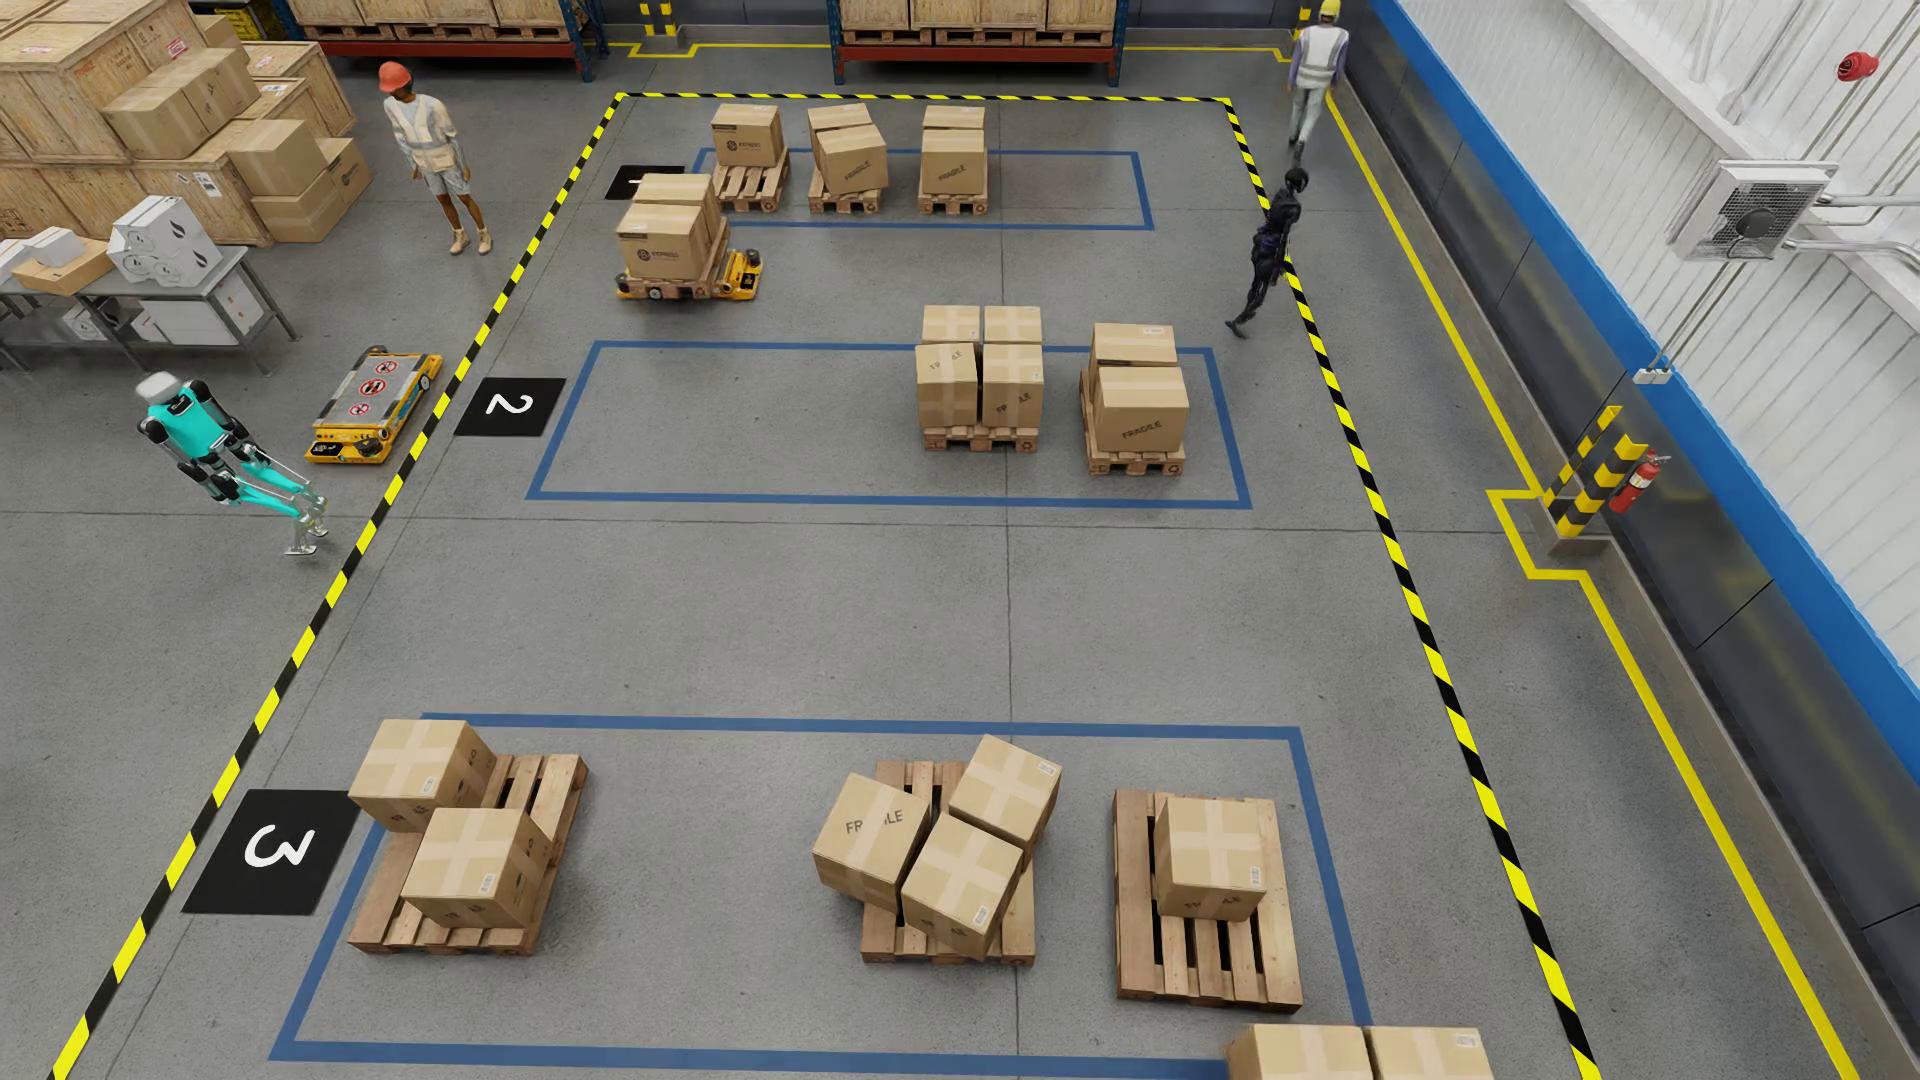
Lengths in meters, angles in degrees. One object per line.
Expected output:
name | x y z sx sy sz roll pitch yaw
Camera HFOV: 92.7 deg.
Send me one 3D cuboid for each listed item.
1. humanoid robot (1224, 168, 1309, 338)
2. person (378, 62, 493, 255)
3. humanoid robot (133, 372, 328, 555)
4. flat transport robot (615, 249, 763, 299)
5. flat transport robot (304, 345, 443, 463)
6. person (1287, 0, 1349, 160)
humanoid robot | 2.898 -2.751 8.775 0.467 1.648 0.611 1 50 1
person | -5.438 -3.906 9.515 0.612 2.034 0.393 0 50 0
humanoid robot | -5.177 -0.499 6.739 0.735 1.677 0.533 8 50 7
flat transport robot | -2.871 -2.843 9.754 1.431 0.197 0.652 1 50 1
flat transport robot | -5.383 -1.269 8.441 0.659 0.231 1.431 1 50 1
person | 4.251 -5.549 11.054 0.602 1.810 0.744 20 53 16
